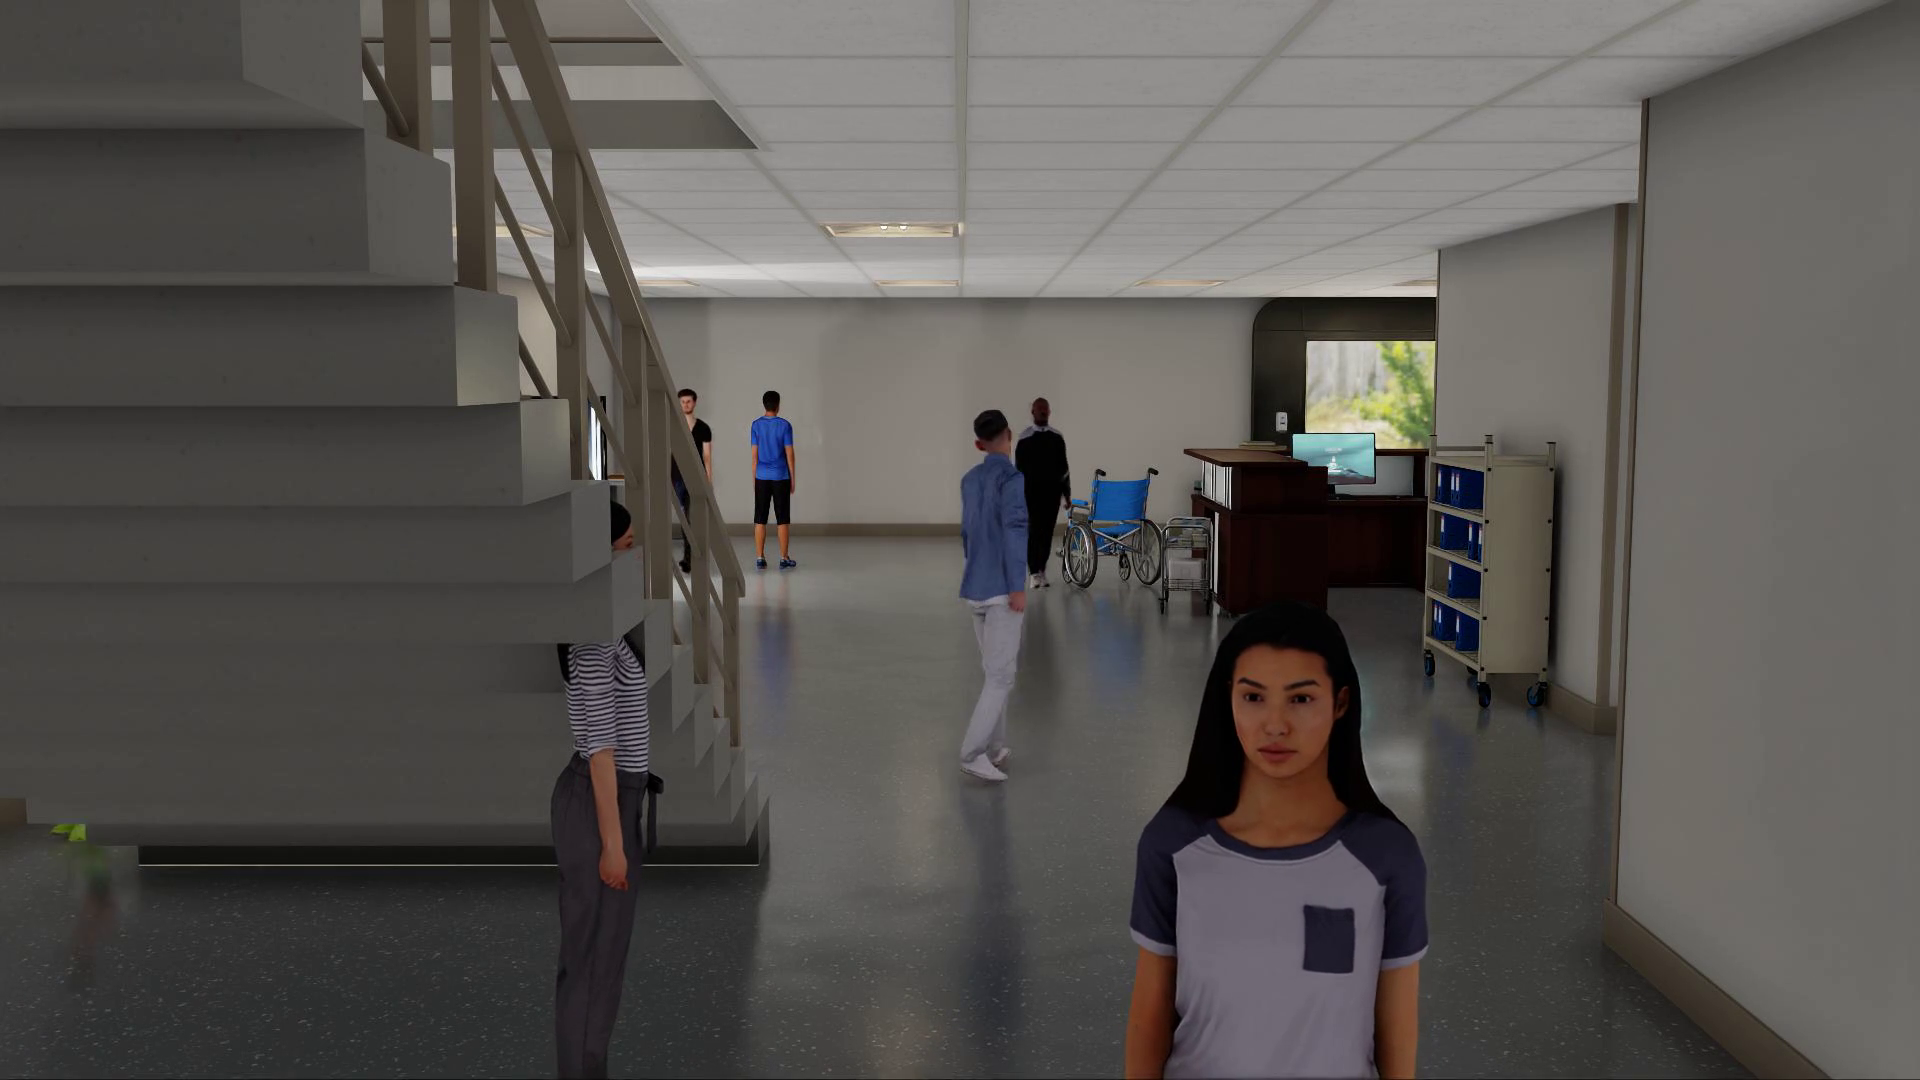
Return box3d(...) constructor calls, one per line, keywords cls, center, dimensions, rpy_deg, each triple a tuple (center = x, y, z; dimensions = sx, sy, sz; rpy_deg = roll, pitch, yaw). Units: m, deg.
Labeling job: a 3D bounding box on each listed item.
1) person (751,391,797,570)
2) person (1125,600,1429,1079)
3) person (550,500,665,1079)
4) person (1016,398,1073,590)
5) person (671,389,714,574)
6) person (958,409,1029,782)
box3d(cls="person", center=(-1.977, -0.634, 17.480), dimensions=(0.630, 1.869, 0.576), rpy_deg=(1, 6, 6))
box3d(cls="person", center=(0.458, 0.945, 2.456), dimensions=(0.618, 1.734, 0.566), rpy_deg=(1, 6, 10))
box3d(cls="person", center=(-0.978, 0.747, 4.430), dimensions=(0.707, 1.733, 0.540), rpy_deg=(-2, 6, -15))
box3d(cls="person", center=(0.762, -0.457, 16.008), dimensions=(0.804, 1.810, 0.935), rpy_deg=(-2, 6, -17))
box3d(cls="person", center=(-2.797, -0.580, 17.066), dimensions=(0.752, 1.844, 1.221), rpy_deg=(1, 6, 6))
box3d(cls="person", center=(0.167, 0.276, 8.527), dimensions=(0.971, 1.850, 0.833), rpy_deg=(-2, 6, -17))
